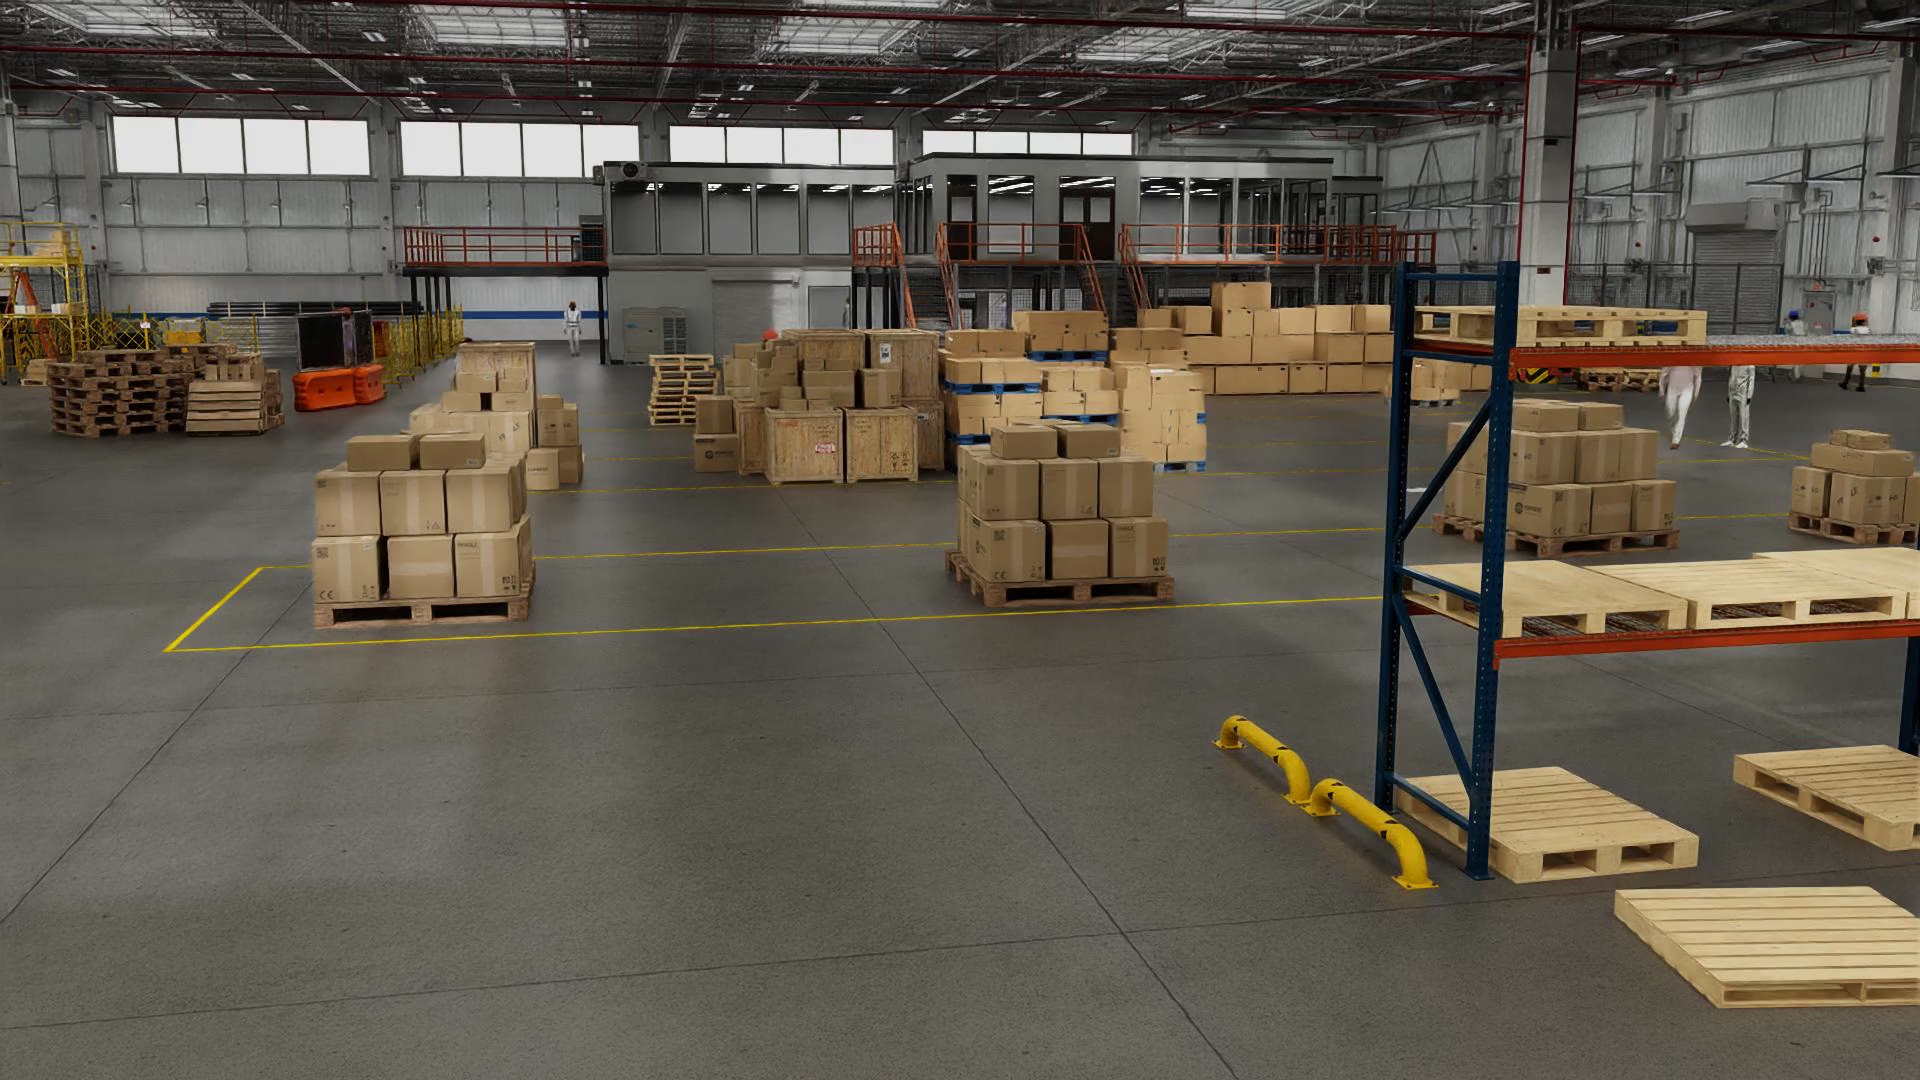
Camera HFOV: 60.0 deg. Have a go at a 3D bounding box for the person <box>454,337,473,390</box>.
[{"bbox_3d":[-8.268,-2.480,27.874,0.664,1.853,0.534,6,11,30],"label":"person"}]

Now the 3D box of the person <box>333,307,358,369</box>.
[{"bbox_3d":[-15.211,-4.760,41.222,0.638,2.023,0.447,2,9,11],"label":"person"}]

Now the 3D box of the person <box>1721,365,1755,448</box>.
[{"bbox_3d":[12.989,-2.404,27.732,0.316,1.742,0.492,-3,10,-19],"label":"person"}]

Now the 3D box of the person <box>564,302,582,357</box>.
[{"bbox_3d":[-12.990,-7.063,55.817,0.584,1.845,0.903,-2,10,-12],"label":"person"}]

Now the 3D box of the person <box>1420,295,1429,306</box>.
[{"bbox_3d":[18.052,-8.561,64.658,0.439,1.939,0.683,-5,11,-28],"label":"person"}]

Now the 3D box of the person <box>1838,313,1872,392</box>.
[{"bbox_3d":[21.827,-4.564,40.467,0.566,1.879,0.996,0,9,0],"label":"person"}]

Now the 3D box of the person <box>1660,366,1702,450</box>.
[{"bbox_3d":[11.944,-2.460,27.562,0.638,1.914,0.717,5,11,27],"label":"person"}]

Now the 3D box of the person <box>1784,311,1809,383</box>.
[{"bbox_3d":[21.801,-5.038,43.414,0.662,1.867,1.008,0,9,0],"label":"person"}]

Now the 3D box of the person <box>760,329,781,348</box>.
[{"bbox_3d":[-3.058,-2.442,27.200,0.379,1.996,0.611,0,9,-2],"label":"person"}]
